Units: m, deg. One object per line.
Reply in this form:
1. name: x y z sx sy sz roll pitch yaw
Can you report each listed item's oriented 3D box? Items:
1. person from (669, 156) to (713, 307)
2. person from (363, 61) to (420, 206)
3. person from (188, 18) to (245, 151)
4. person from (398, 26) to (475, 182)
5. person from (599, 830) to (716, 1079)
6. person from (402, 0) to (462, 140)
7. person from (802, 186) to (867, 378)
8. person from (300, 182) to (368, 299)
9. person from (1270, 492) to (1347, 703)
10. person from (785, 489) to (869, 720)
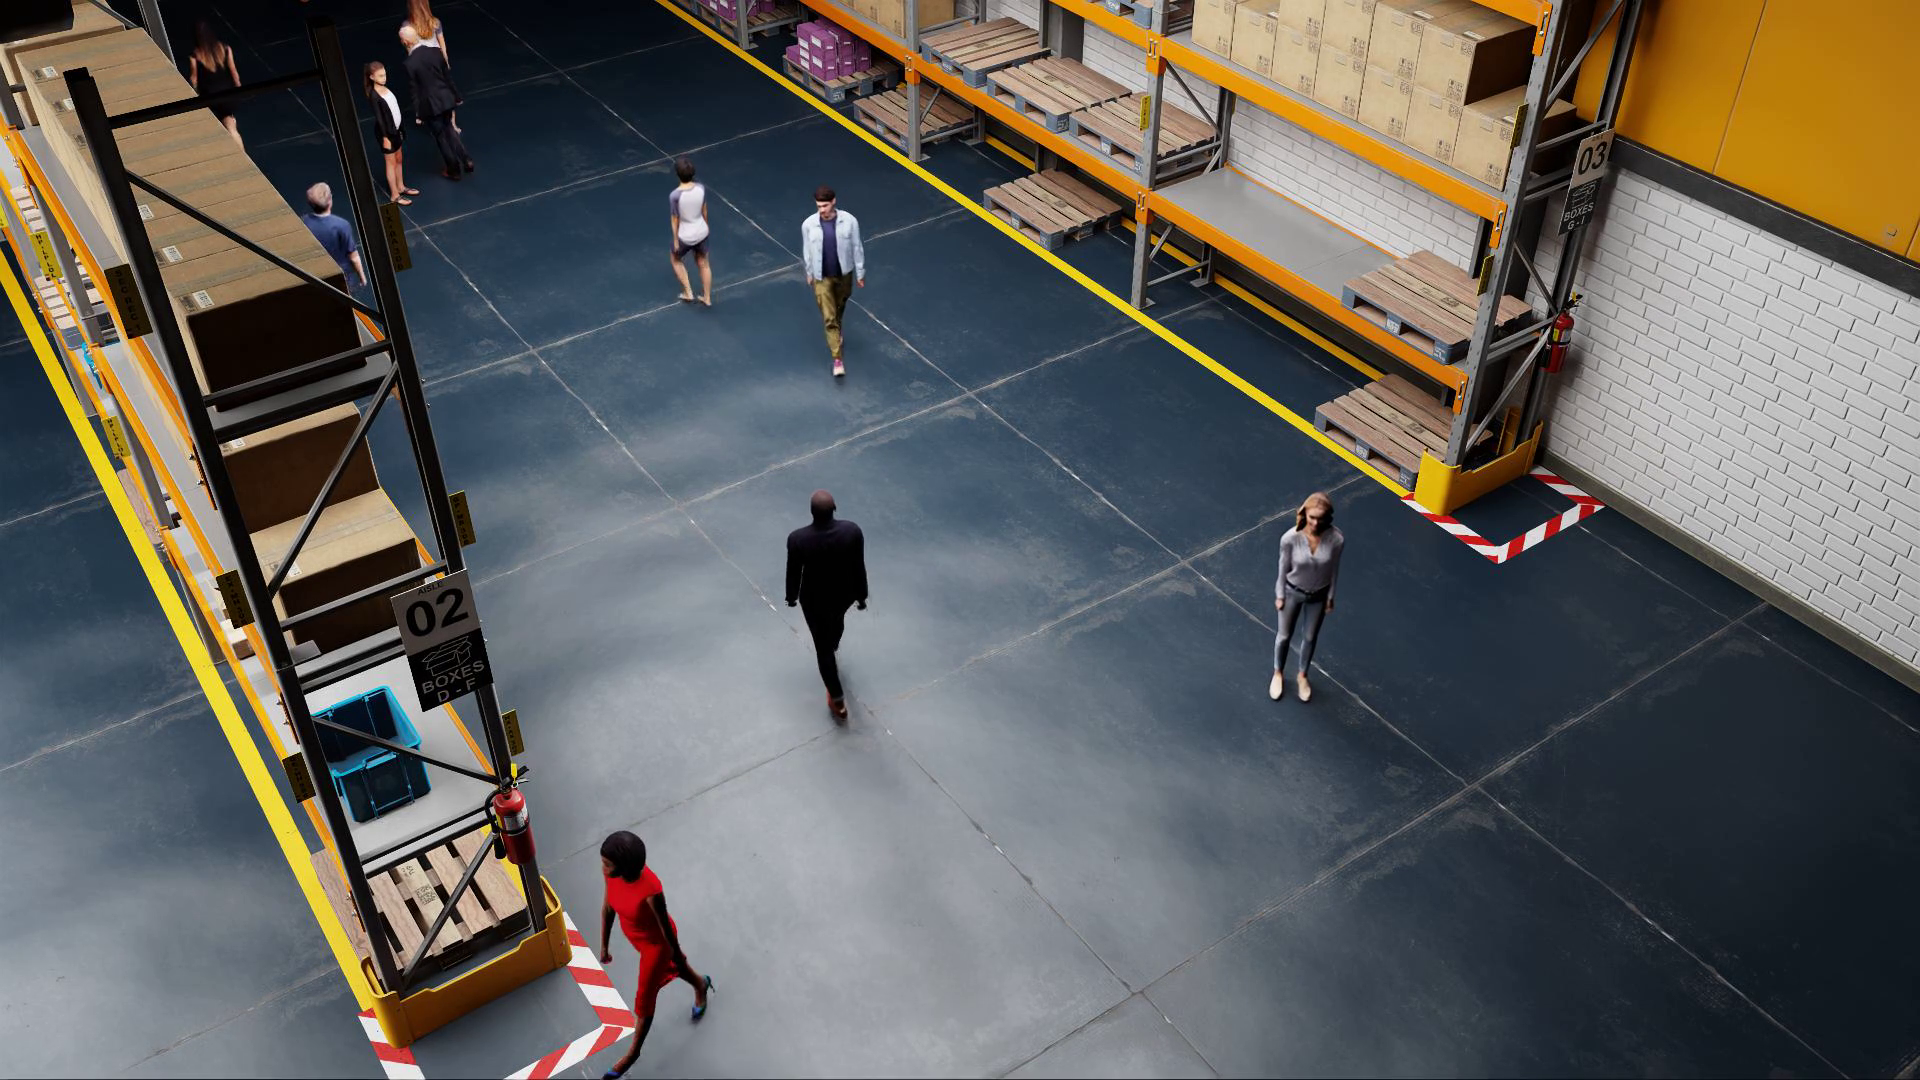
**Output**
1. person: -2.569 -2.945 16.098 0.593 1.549 0.583 -26 46 -29
2. person: -6.165 -4.403 17.919 0.704 1.555 0.640 5 39 6
3. person: -8.148 -4.878 18.418 1.096 1.676 0.813 28 46 31
4. person: -5.665 -4.712 18.134 0.851 1.770 0.852 -32 48 -33
5. person: -1.701 2.234 9.494 1.110 1.697 0.892 23 44 26
6. person: -6.079 -5.442 19.084 0.656 1.725 0.644 -10 40 -13
7. person: -1.171 -2.470 15.339 1.059 1.755 1.318 -7 39 -8
8. person: -5.688 -2.271 15.038 1.124 1.819 1.192 6 39 7
9. person: 2.430 0.386 11.728 0.660 1.797 0.703 3 39 4
10. person: -0.913 0.471 11.640 0.919 1.775 1.224 -13 40 -16
